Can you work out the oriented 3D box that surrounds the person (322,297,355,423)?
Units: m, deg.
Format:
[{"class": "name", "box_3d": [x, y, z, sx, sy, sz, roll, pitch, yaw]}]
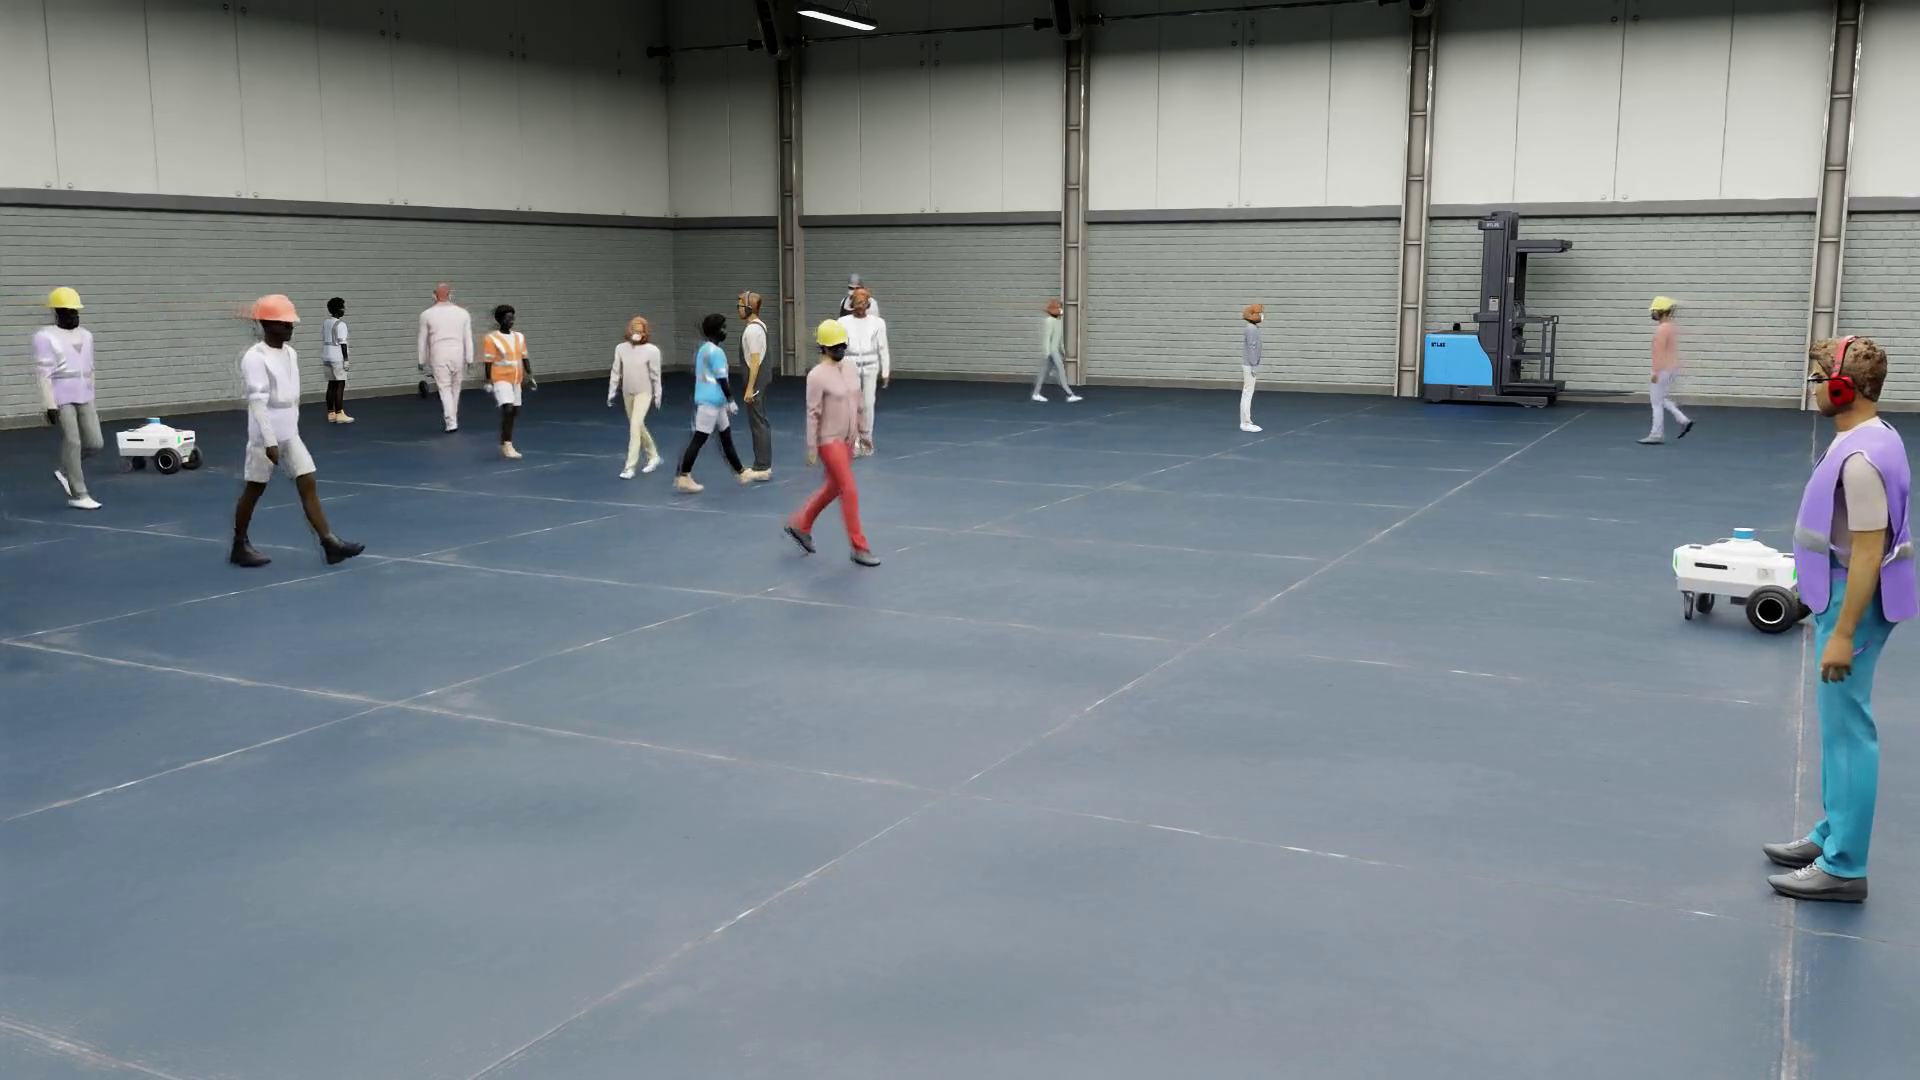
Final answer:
[{"class": "person", "box_3d": [-8.438, -2.436, 22.527, 0.530, 1.689, 0.322, 8, 12, 41]}]

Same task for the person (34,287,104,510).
[{"class": "person", "box_3d": [-7.705, -1.224, 14.360, 0.506, 1.910, 0.593, 3, 10, 20]}]

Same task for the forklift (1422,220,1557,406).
[{"class": "forklift", "box_3d": [8.245, -3.527, 25.720, 1.873, 2.768, 1.129, 5, 10, 27]}]

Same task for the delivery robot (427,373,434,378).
[{"class": "delivery robot", "box_3d": [-8.423, -2.747, 26.972, 0.335, 0.223, 0.698, -8, 12, -40]}]

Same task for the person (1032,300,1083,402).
[{"class": "person", "box_3d": [1.505, -2.951, 25.999, 0.847, 1.582, 0.515, 3, 10, 17]}]

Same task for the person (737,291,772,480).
[{"class": "person", "box_3d": [-2.021, -1.516, 16.370, 0.325, 1.843, 0.517, 1, 9, 5]}]

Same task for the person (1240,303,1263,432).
[{"class": "person", "box_3d": [3.753, -2.221, 21.365, 0.279, 1.634, 0.497, 1, 9, 7]}]

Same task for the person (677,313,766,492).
[{"class": "person", "box_3d": [-2.256, -1.279, 15.476, 0.884, 1.645, 0.538, -3, 10, -18]}]

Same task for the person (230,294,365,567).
[{"class": "person", "box_3d": [-4.681, -0.742, 11.488, 1.005, 1.877, 0.567, 2, 9, 13]}]

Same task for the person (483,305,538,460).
[{"class": "person", "box_3d": [-4.892, -1.715, 18.106, 0.577, 1.677, 0.550, 5, 11, 30]}]

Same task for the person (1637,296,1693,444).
[{"class": "person", "box_3d": [8.356, -2.003, 19.674, 0.512, 1.755, 0.534, 6, 11, 33]}]

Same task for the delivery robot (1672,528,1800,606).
[{"class": "delivery robot", "box_3d": [4.580, 0.173, 9.763, 0.707, 0.478, 0.477, 7, 12, 38]}]

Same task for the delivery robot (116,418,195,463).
[{"class": "delivery robot", "box_3d": [-8.256, -1.013, 17.074, 0.707, 0.478, 0.477, 1, 9, 5]}]

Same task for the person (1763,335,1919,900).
[{"class": "person", "box_3d": [2.914, 0.256, 5.454, 0.396, 1.840, 0.564, 5, 10, 27]}]

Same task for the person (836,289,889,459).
[{"class": "person", "box_3d": [-1.099, -1.862, 18.588, 0.590, 1.867, 0.861, -1, 9, -5]}]

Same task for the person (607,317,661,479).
[{"class": "person", "box_3d": [-3.210, -1.448, 16.709, 0.517, 1.594, 0.803, 4, 10, 24]}]

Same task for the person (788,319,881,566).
[{"class": "person", "box_3d": [-0.931, -0.702, 11.738, 0.830, 1.717, 0.556, 6, 11, 32]}]

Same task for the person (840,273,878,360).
[{"class": "person", "box_3d": [-1.512, -2.897, 24.419, 0.699, 2.000, 0.645, 6, 11, 32]}]

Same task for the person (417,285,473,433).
[{"class": "person", "box_3d": [-6.600, -2.317, 21.273, 0.663, 1.852, 1.038, -5, 11, -30]}]
